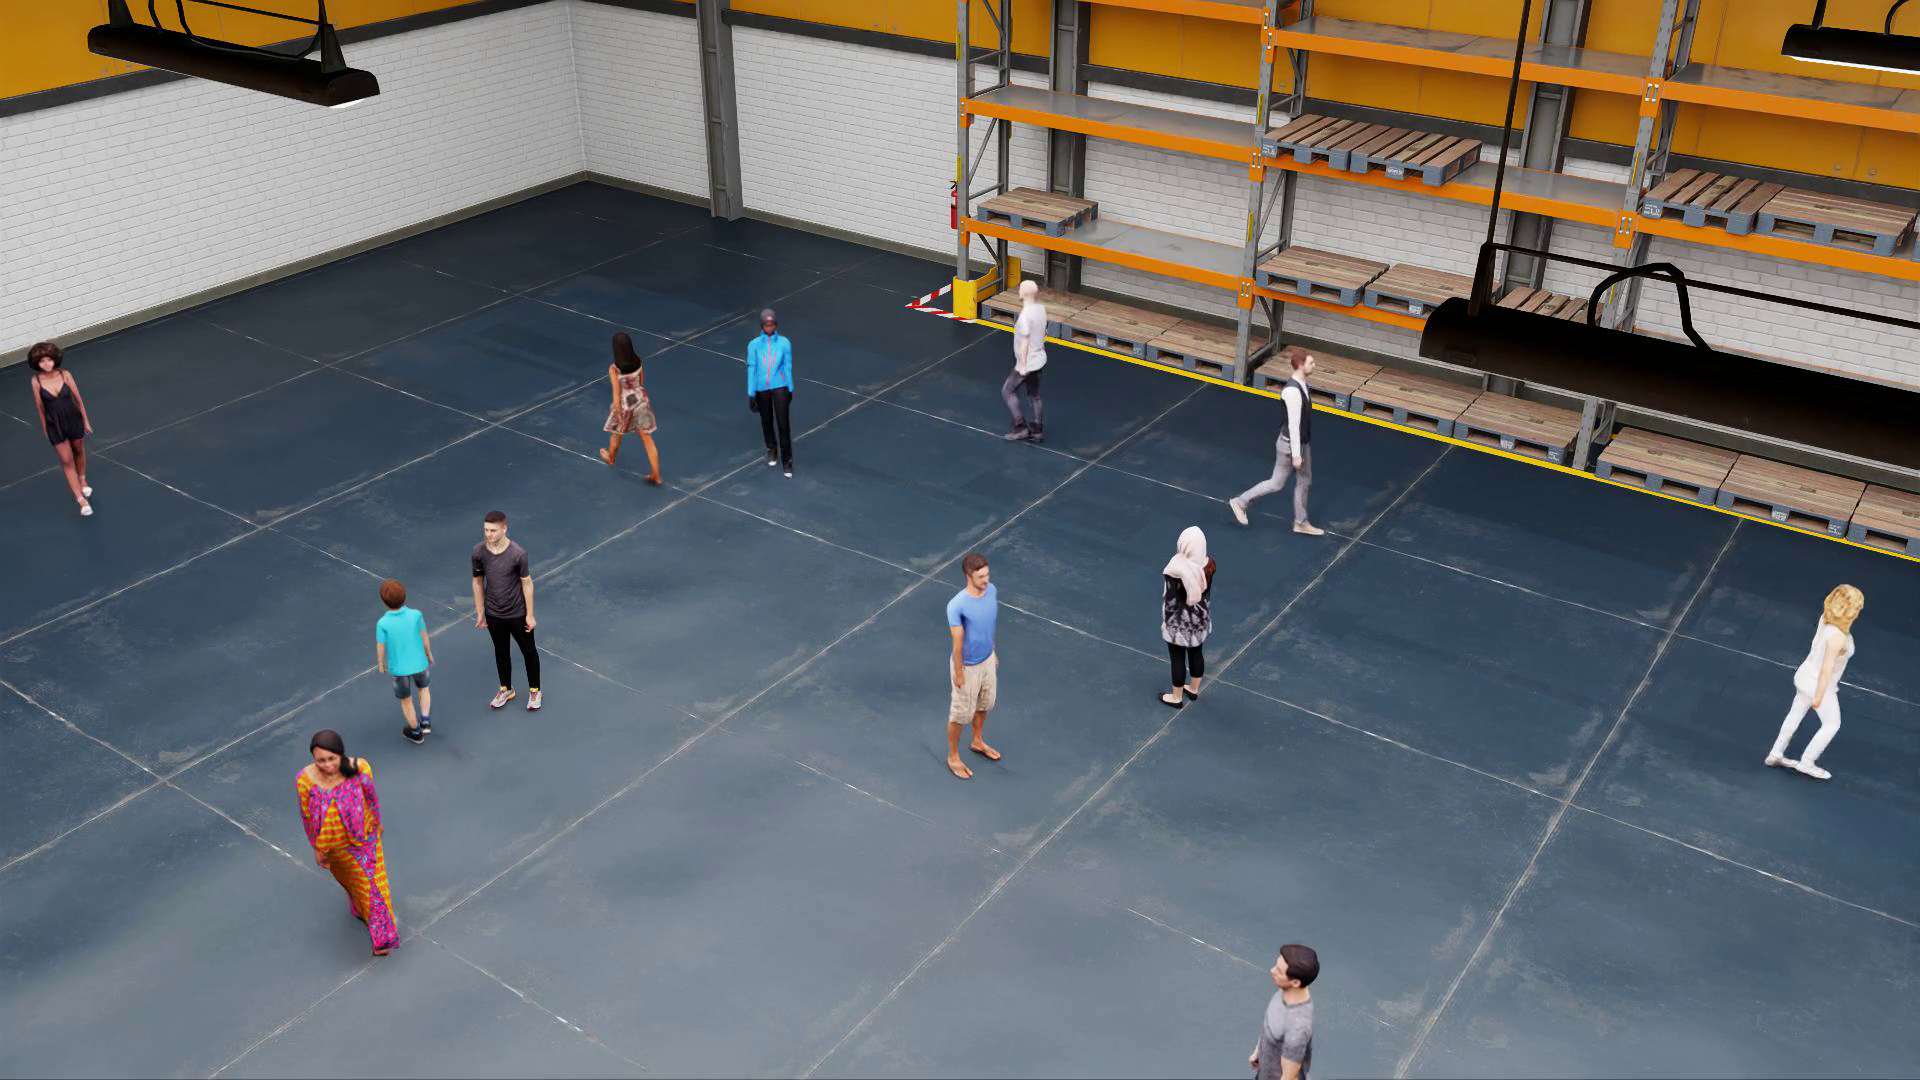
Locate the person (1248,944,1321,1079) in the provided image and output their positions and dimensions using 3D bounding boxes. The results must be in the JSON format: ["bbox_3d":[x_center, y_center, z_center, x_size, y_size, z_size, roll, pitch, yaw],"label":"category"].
[{"bbox_3d":[1.772,2.942,8.955,0.806,1.862,0.800,3,29,5],"label":"person"}]

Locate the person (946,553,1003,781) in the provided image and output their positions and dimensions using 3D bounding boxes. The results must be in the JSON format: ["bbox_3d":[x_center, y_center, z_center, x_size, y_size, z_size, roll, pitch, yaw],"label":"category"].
[{"bbox_3d":[0.096,0.912,12.676,0.591,1.862,0.678,24,37,37],"label":"person"}]

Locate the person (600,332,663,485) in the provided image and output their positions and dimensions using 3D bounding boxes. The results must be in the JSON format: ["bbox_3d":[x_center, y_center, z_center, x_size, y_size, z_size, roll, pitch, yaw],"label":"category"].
[{"bbox_3d":[-3.310,-1.314,17.032,0.762,1.598,1.183,-26,38,-38],"label":"person"}]

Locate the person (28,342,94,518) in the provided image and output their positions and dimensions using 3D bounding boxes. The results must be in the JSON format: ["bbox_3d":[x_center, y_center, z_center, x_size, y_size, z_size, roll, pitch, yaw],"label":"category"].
[{"bbox_3d":[-8.924,-1.147,16.574,0.748,1.743,1.119,-21,35,-34],"label":"person"}]

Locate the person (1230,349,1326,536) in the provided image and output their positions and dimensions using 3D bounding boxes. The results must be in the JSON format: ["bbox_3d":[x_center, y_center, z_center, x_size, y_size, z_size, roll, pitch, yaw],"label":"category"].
[{"bbox_3d":[3.104,-0.920,15.991,1.203,1.903,0.775,13,31,22],"label":"person"}]

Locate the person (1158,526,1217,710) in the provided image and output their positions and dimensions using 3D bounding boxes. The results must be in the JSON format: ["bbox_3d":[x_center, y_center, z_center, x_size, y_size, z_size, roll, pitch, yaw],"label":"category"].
[{"bbox_3d":[1.841,0.616,13.453,0.715,1.638,0.732,-18,34,-30],"label":"person"}]

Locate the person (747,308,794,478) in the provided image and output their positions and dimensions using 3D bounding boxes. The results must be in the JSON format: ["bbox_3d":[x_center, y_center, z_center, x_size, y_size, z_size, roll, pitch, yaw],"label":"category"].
[{"bbox_3d":[-1.979,-1.599,17.376,0.998,1.769,1.019,-1,29,-3],"label":"person"}]

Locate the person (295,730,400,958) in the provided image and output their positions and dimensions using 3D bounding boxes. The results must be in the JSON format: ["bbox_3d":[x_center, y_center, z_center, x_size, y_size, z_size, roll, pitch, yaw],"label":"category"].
[{"bbox_3d":[-4.096,1.910,11.082,1.083,1.637,1.204,-8,30,-14],"label":"person"}]

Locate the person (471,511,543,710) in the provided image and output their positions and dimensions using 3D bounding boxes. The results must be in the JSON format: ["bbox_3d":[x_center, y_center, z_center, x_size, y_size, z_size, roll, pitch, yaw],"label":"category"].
[{"bbox_3d":[-3.647,0.561,13.422,0.655,1.764,0.782,3,29,5],"label":"person"}]

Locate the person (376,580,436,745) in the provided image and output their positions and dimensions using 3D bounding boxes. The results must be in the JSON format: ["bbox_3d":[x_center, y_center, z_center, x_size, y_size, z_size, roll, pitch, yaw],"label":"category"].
[{"bbox_3d":[-4.302,0.967,13.016,0.658,1.441,0.692,-19,34,-30],"label":"person"}]

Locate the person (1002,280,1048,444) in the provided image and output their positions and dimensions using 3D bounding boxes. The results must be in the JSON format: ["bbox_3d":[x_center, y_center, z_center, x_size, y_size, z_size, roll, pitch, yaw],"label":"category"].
[{"bbox_3d":[0.824,-1.878,17.839,0.681,1.816,0.711,14,32,24],"label":"person"}]

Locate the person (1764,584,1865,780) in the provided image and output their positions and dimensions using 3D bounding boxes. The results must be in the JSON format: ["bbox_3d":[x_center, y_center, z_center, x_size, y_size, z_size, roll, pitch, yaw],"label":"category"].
[{"bbox_3d":[6.423,1.061,12.623,0.804,1.652,0.743,4,29,7],"label":"person"}]
